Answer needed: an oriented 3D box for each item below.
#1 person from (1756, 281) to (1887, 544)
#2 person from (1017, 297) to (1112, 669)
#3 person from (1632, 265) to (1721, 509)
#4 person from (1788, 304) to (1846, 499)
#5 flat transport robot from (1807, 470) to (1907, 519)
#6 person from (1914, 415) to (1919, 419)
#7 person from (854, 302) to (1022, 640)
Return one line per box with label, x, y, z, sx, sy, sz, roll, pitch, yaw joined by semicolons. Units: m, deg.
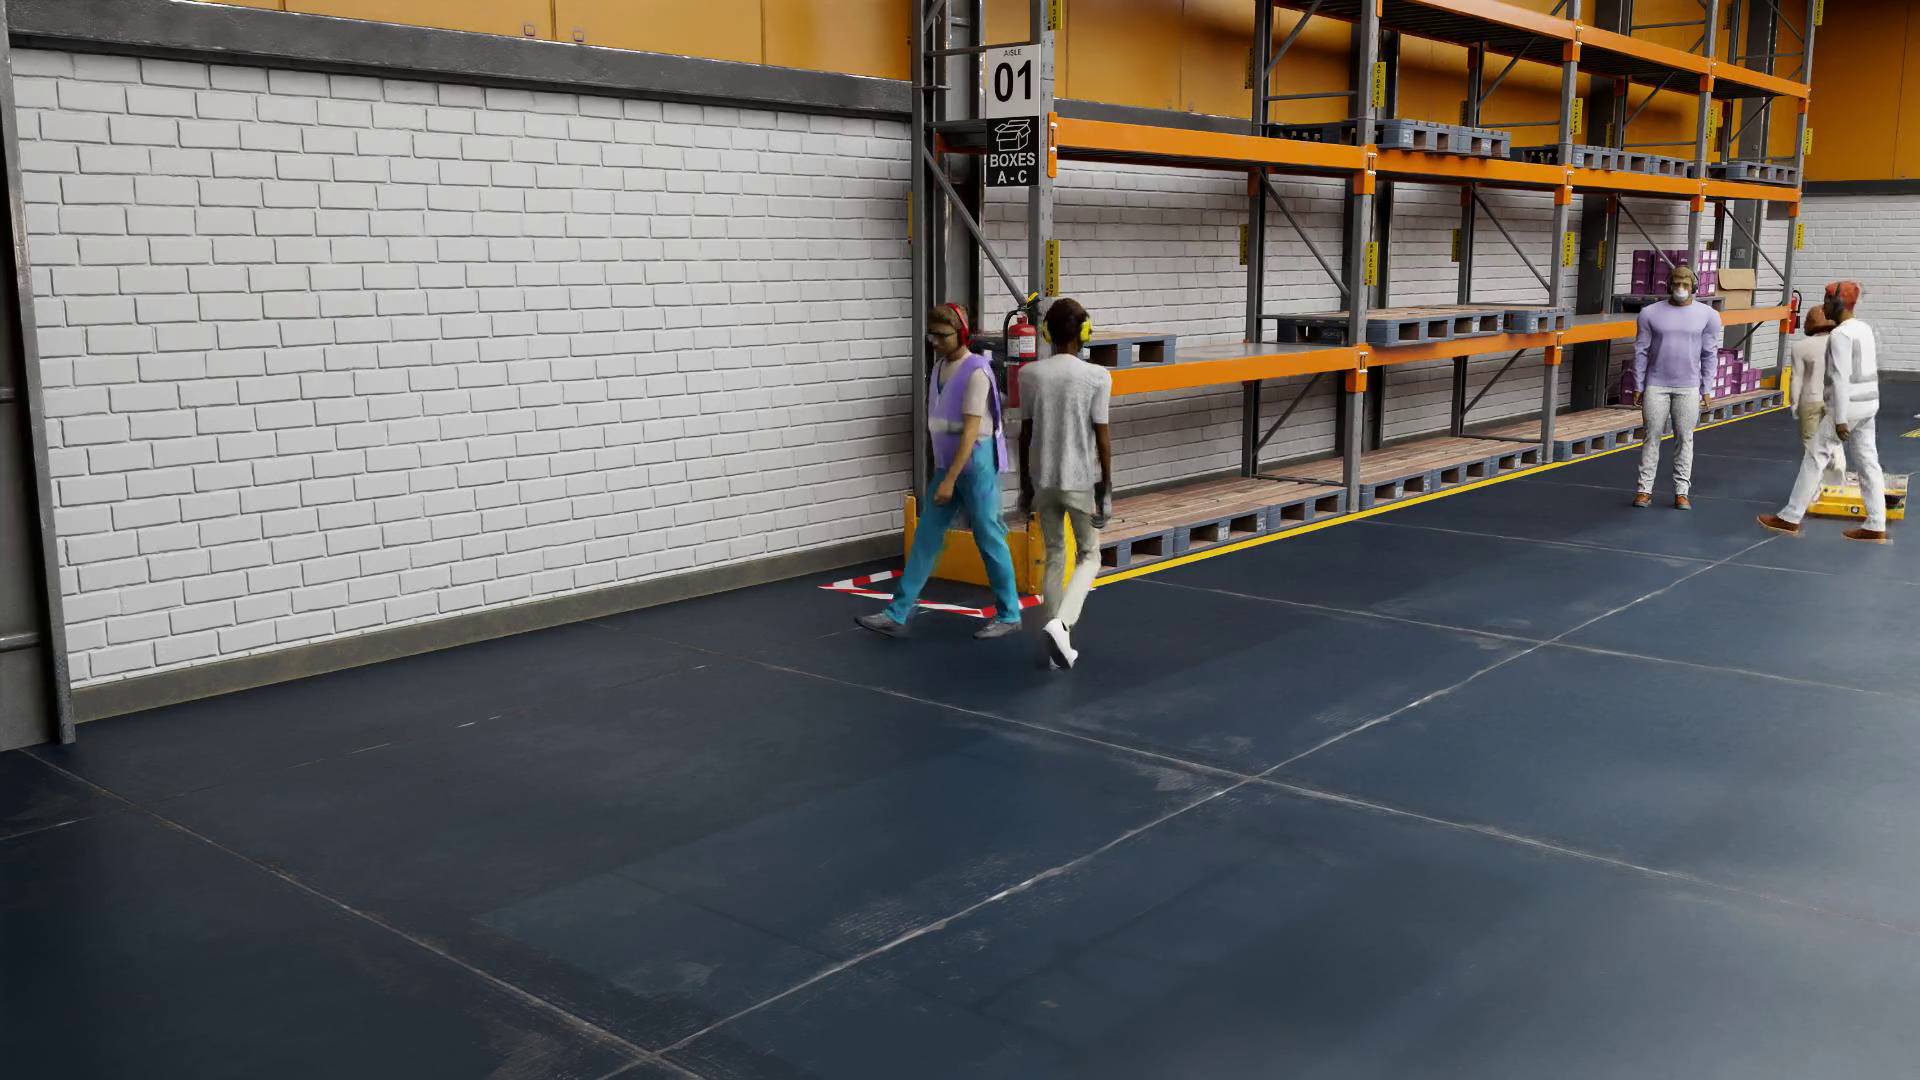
person;6.216;-0.911;11.843;0.583;1.834;0.926;-8;13;-38
person;0.484;-0.249;8.103;0.523;1.839;0.528;5;11;25
person;5.691;-1.213;13.277;0.632;1.940;0.372;4;11;23
person;7.046;-1.110;13.574;0.534;1.610;0.525;2;10;13
flat transport robot;7.175;-0.377;13.265;0.652;0.197;1.431;6;12;30
person;11.867;-2.359;19.923;0.627;1.894;0.635;-8;13;-39
person;-0.062;-0.331;8.687;0.935;1.787;0.568;-6;12;-30
